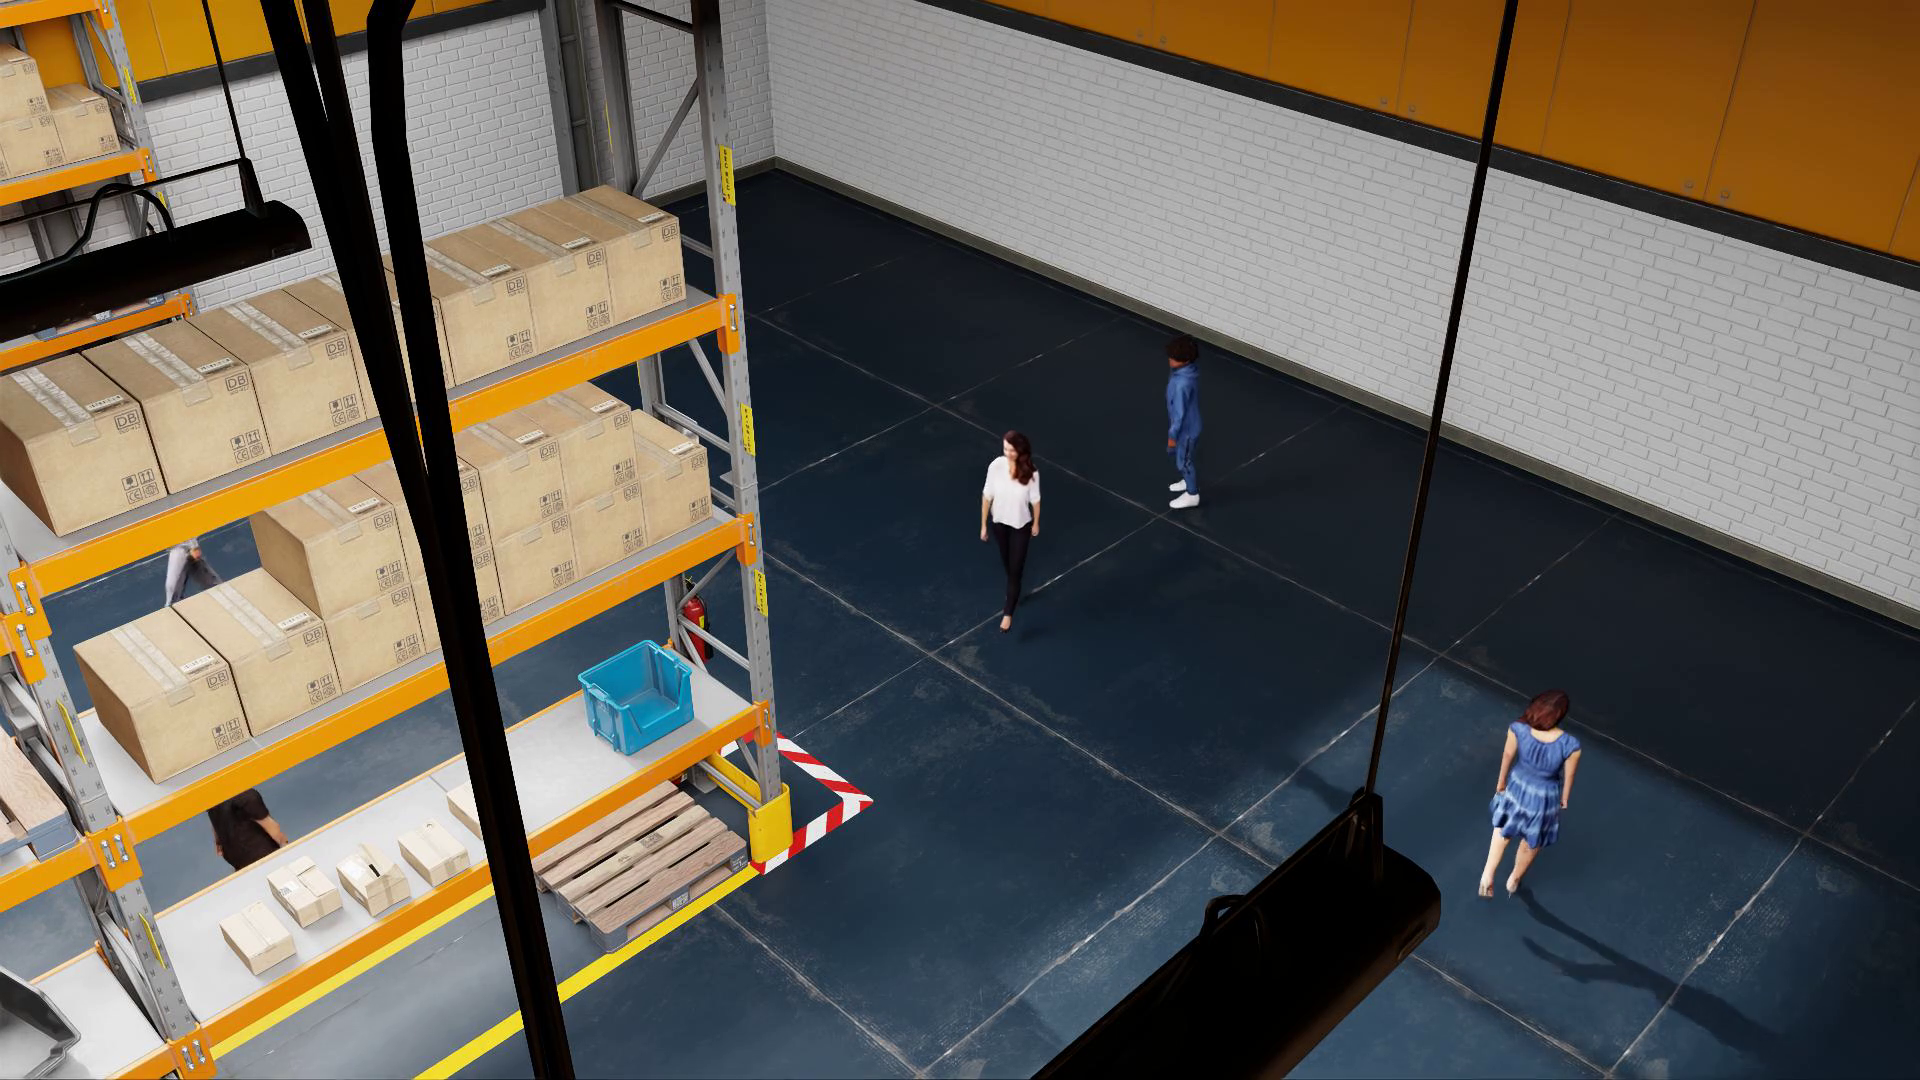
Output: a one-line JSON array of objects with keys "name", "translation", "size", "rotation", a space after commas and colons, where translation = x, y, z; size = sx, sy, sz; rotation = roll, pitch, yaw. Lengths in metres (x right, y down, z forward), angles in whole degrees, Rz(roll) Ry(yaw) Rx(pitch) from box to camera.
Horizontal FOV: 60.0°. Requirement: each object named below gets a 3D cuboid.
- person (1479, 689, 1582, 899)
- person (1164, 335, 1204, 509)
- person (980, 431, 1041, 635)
[{"name": "person", "translation": [3.738, 1.753, 10.953], "size": [0.726, 1.790, 0.865], "rotation": [20, 39, 27]}, {"name": "person", "translation": [2.110, -1.081, 15.226], "size": [0.908, 1.780, 0.831], "rotation": [11, 35, 16]}, {"name": "person", "translation": [0.453, -0.168, 13.874], "size": [0.928, 1.756, 1.140], "rotation": [11, 35, 15]}]
